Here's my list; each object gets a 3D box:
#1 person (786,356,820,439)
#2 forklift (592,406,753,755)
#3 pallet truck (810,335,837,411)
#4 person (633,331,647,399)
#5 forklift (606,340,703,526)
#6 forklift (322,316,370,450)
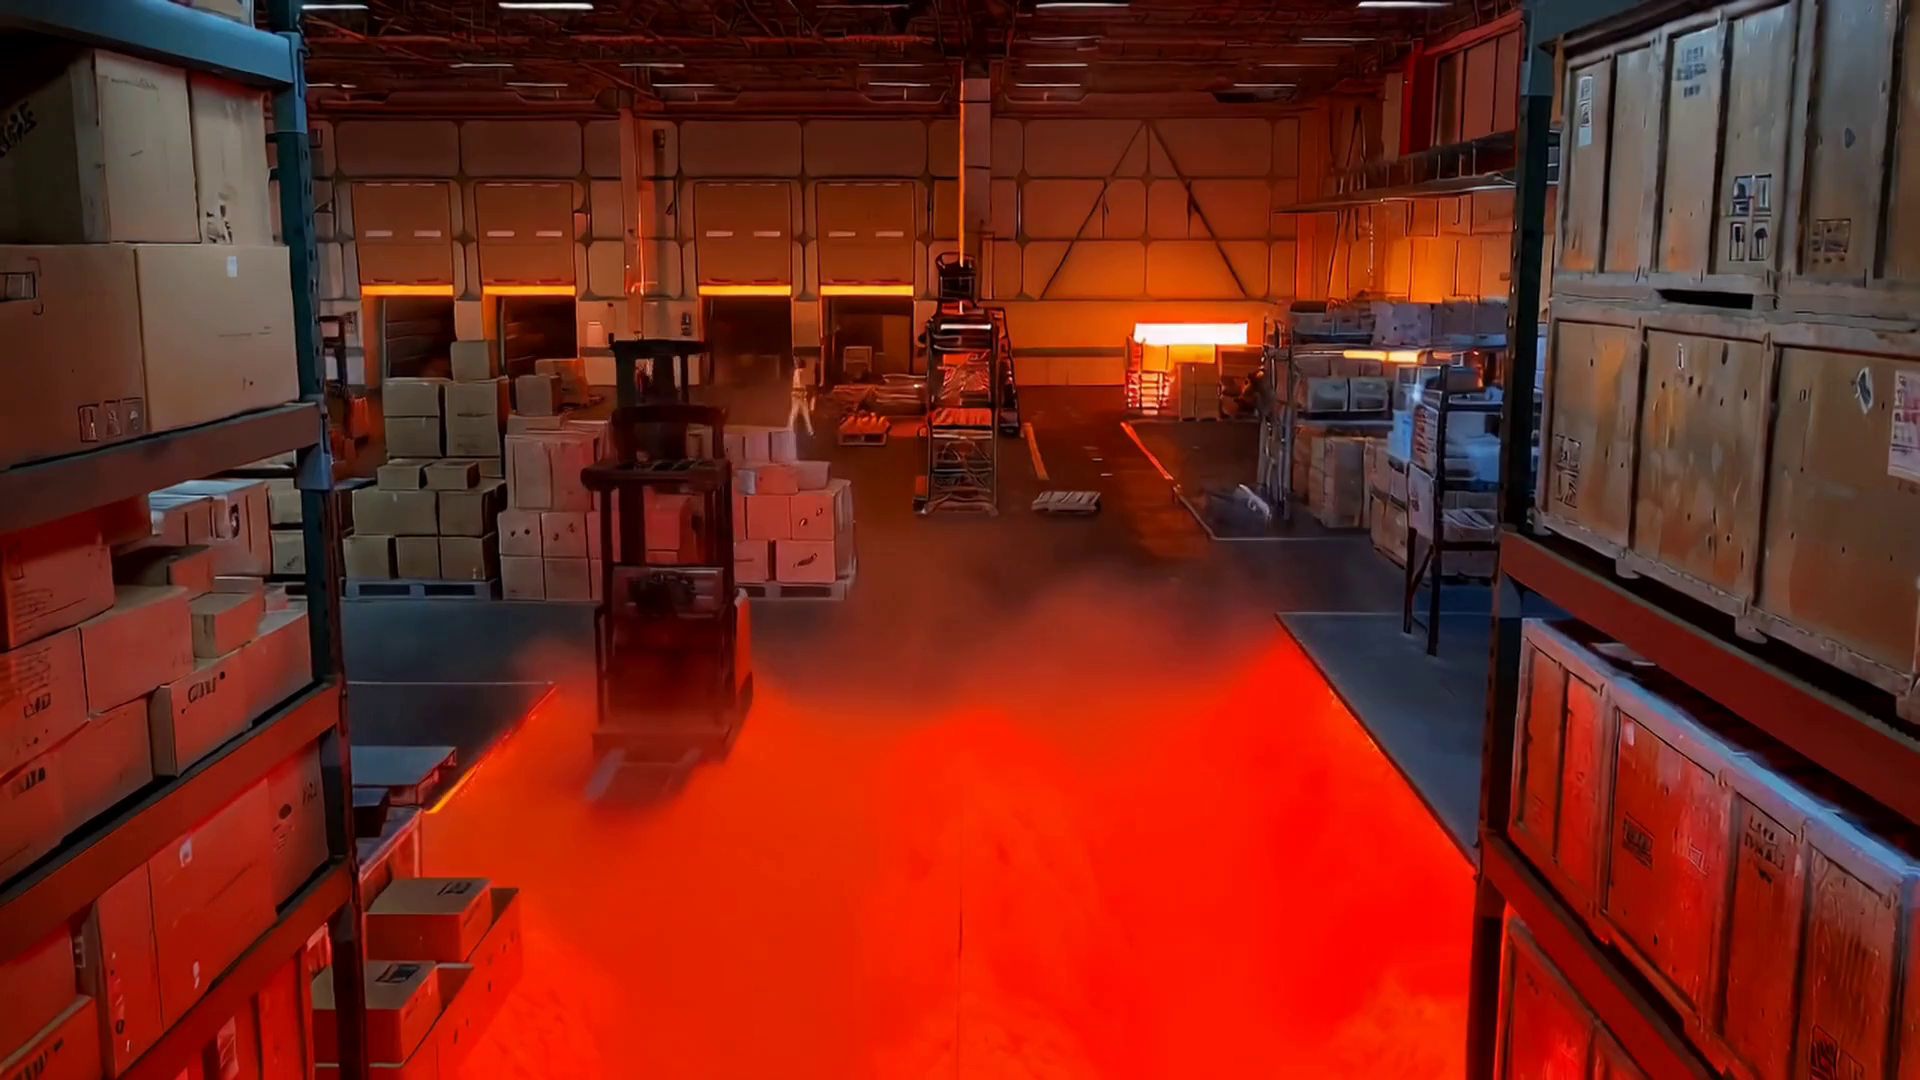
[{"bbox_3d":[-3.518,-3.154,36.910,0.912,1.829,0.598,-6,11,-30],"label":"person"},{"bbox_3d":[-2.441,0.246,14.284,1.129,2.768,1.873,0,10,1],"label":"forklift"},{"bbox_3d":[-3.021,-4.312,43.126,1.885,1.965,0.823,3,10,17],"label":"pallet truck"},{"bbox_3d":[-9.054,-4.945,46.984,0.544,1.929,0.388,8,13,39],"label":"person"},{"bbox_3d":[-4.685,-1.580,24.820,1.873,2.768,1.129,8,12,37],"label":"forklift"},{"bbox_3d":[-12.995,-3.188,34.094,1.129,2.768,1.873,0,10,-1],"label":"forklift"}]
